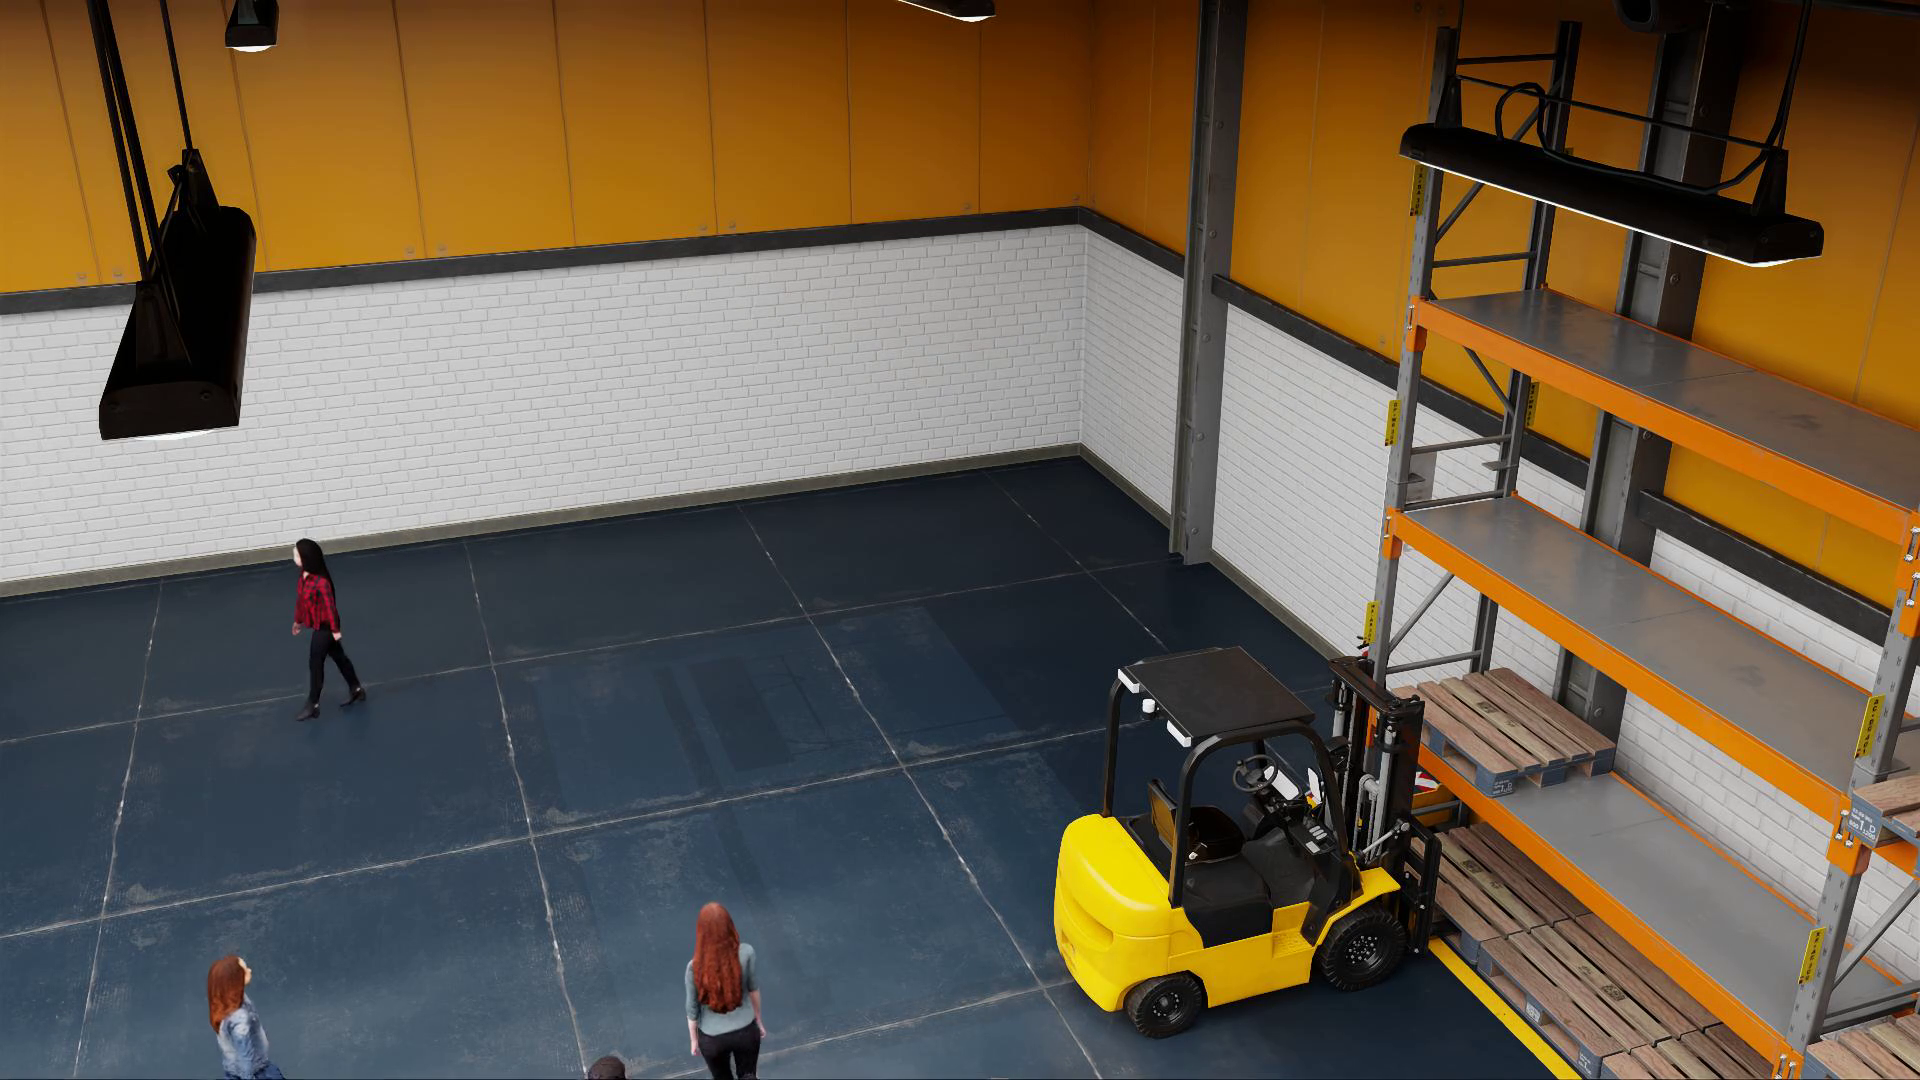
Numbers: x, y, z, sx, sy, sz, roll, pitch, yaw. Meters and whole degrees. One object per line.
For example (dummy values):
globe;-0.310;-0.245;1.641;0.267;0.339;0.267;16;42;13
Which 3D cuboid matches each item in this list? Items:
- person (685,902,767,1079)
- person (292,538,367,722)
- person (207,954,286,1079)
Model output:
person;-1.281;2.832;9.349;0.592;1.729;0.825;-8;25;-17
person;-5.390;0.714;14.319;0.848;1.629;0.918;-19;30;-37
person;-4.097;2.981;9.355;0.875;1.452;1.007;-21;31;-39
